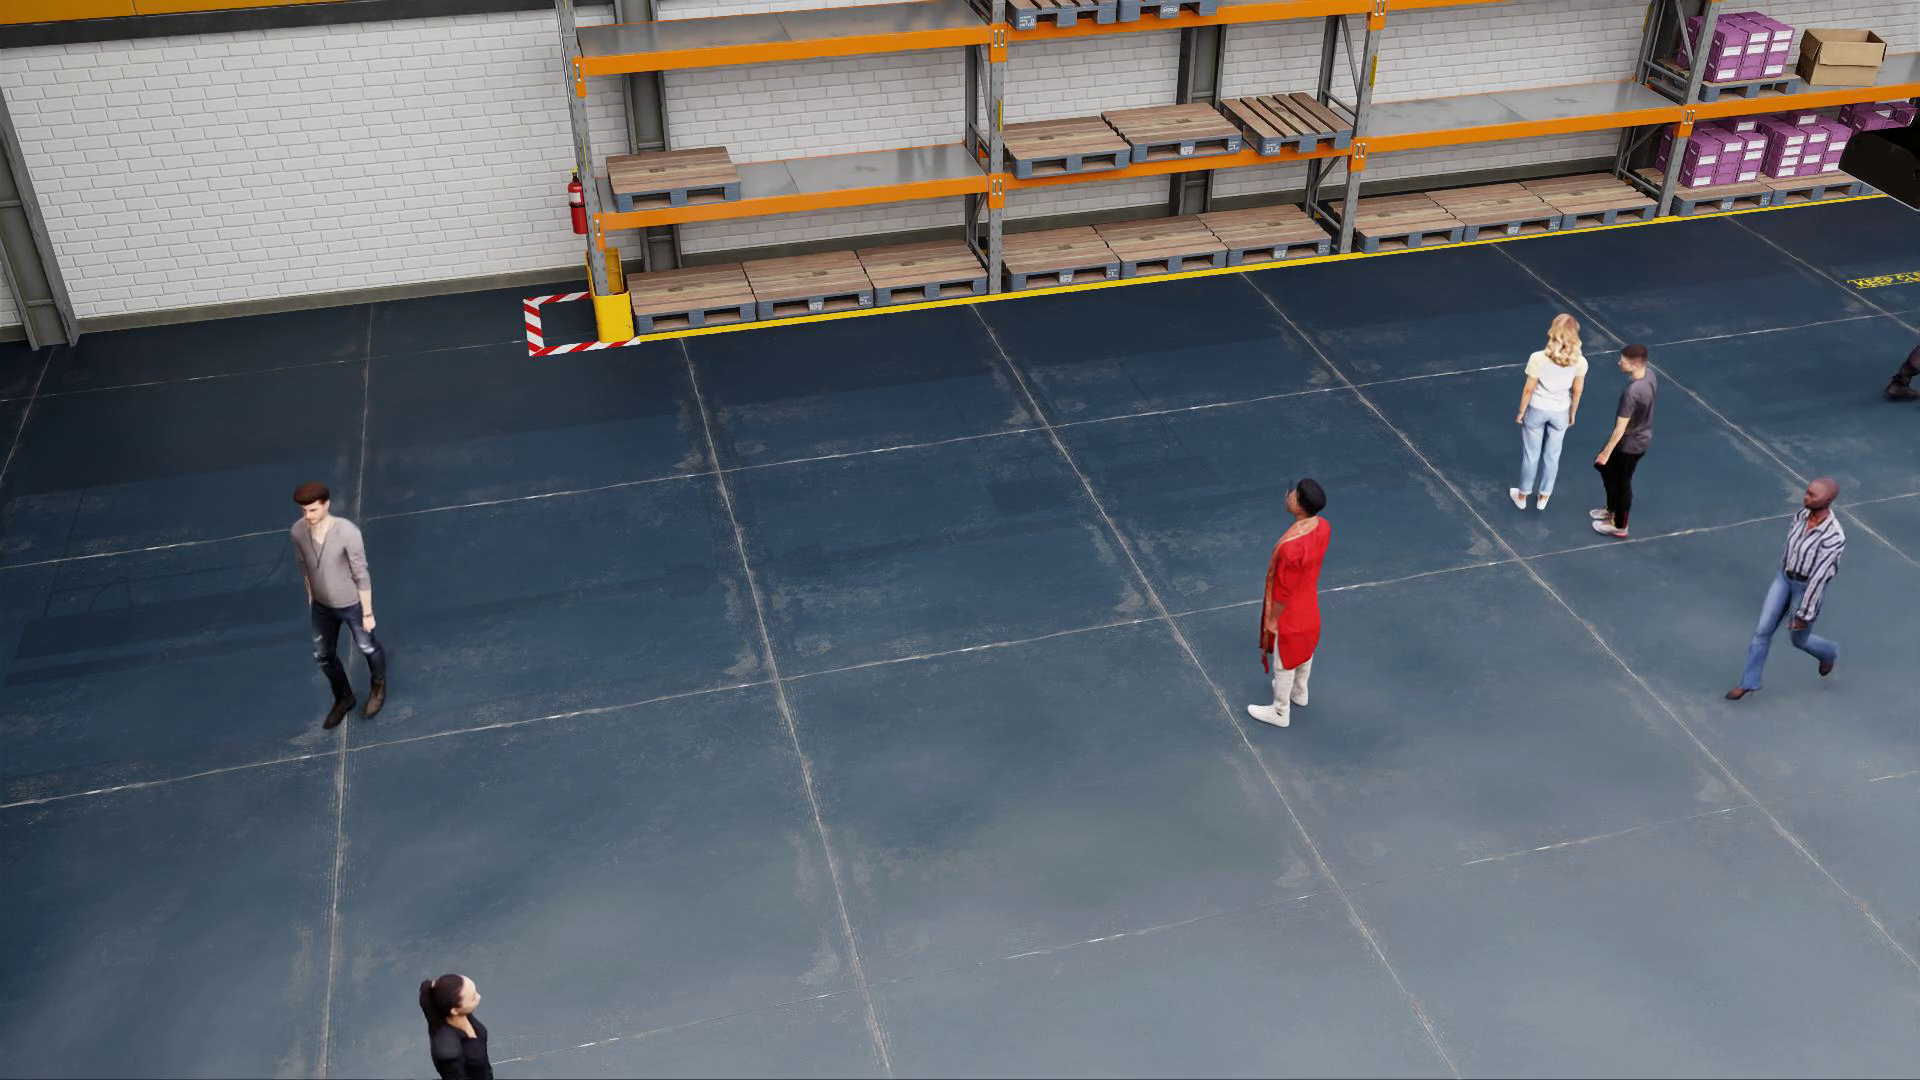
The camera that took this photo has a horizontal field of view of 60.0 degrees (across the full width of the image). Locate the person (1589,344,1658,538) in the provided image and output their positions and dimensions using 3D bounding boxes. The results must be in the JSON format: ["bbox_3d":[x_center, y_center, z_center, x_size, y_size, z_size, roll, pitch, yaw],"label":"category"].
[{"bbox_3d":[5.332,-0.743,13.078,0.861,1.733,0.815,19,38,26],"label":"person"}]

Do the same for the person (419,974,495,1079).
[{"bbox_3d":[-2.400,2.698,7.934,0.892,1.695,0.610,-6,34,-9],"label":"person"}]

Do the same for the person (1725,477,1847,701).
[{"bbox_3d":[5.811,0.364,11.386,1.049,1.763,0.664,-10,35,-15],"label":"person"}]

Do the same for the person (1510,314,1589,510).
[{"bbox_3d":[4.774,-1.030,13.519,0.601,1.723,0.756,3,34,5],"label":"person"}]

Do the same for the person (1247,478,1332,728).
[{"bbox_3d":[2.277,0.412,11.204,0.841,1.884,0.742,26,41,33],"label":"person"}]

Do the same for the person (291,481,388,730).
[{"bbox_3d":[-4.146,0.356,11.280,0.852,1.892,0.930,5,34,7],"label":"person"}]
